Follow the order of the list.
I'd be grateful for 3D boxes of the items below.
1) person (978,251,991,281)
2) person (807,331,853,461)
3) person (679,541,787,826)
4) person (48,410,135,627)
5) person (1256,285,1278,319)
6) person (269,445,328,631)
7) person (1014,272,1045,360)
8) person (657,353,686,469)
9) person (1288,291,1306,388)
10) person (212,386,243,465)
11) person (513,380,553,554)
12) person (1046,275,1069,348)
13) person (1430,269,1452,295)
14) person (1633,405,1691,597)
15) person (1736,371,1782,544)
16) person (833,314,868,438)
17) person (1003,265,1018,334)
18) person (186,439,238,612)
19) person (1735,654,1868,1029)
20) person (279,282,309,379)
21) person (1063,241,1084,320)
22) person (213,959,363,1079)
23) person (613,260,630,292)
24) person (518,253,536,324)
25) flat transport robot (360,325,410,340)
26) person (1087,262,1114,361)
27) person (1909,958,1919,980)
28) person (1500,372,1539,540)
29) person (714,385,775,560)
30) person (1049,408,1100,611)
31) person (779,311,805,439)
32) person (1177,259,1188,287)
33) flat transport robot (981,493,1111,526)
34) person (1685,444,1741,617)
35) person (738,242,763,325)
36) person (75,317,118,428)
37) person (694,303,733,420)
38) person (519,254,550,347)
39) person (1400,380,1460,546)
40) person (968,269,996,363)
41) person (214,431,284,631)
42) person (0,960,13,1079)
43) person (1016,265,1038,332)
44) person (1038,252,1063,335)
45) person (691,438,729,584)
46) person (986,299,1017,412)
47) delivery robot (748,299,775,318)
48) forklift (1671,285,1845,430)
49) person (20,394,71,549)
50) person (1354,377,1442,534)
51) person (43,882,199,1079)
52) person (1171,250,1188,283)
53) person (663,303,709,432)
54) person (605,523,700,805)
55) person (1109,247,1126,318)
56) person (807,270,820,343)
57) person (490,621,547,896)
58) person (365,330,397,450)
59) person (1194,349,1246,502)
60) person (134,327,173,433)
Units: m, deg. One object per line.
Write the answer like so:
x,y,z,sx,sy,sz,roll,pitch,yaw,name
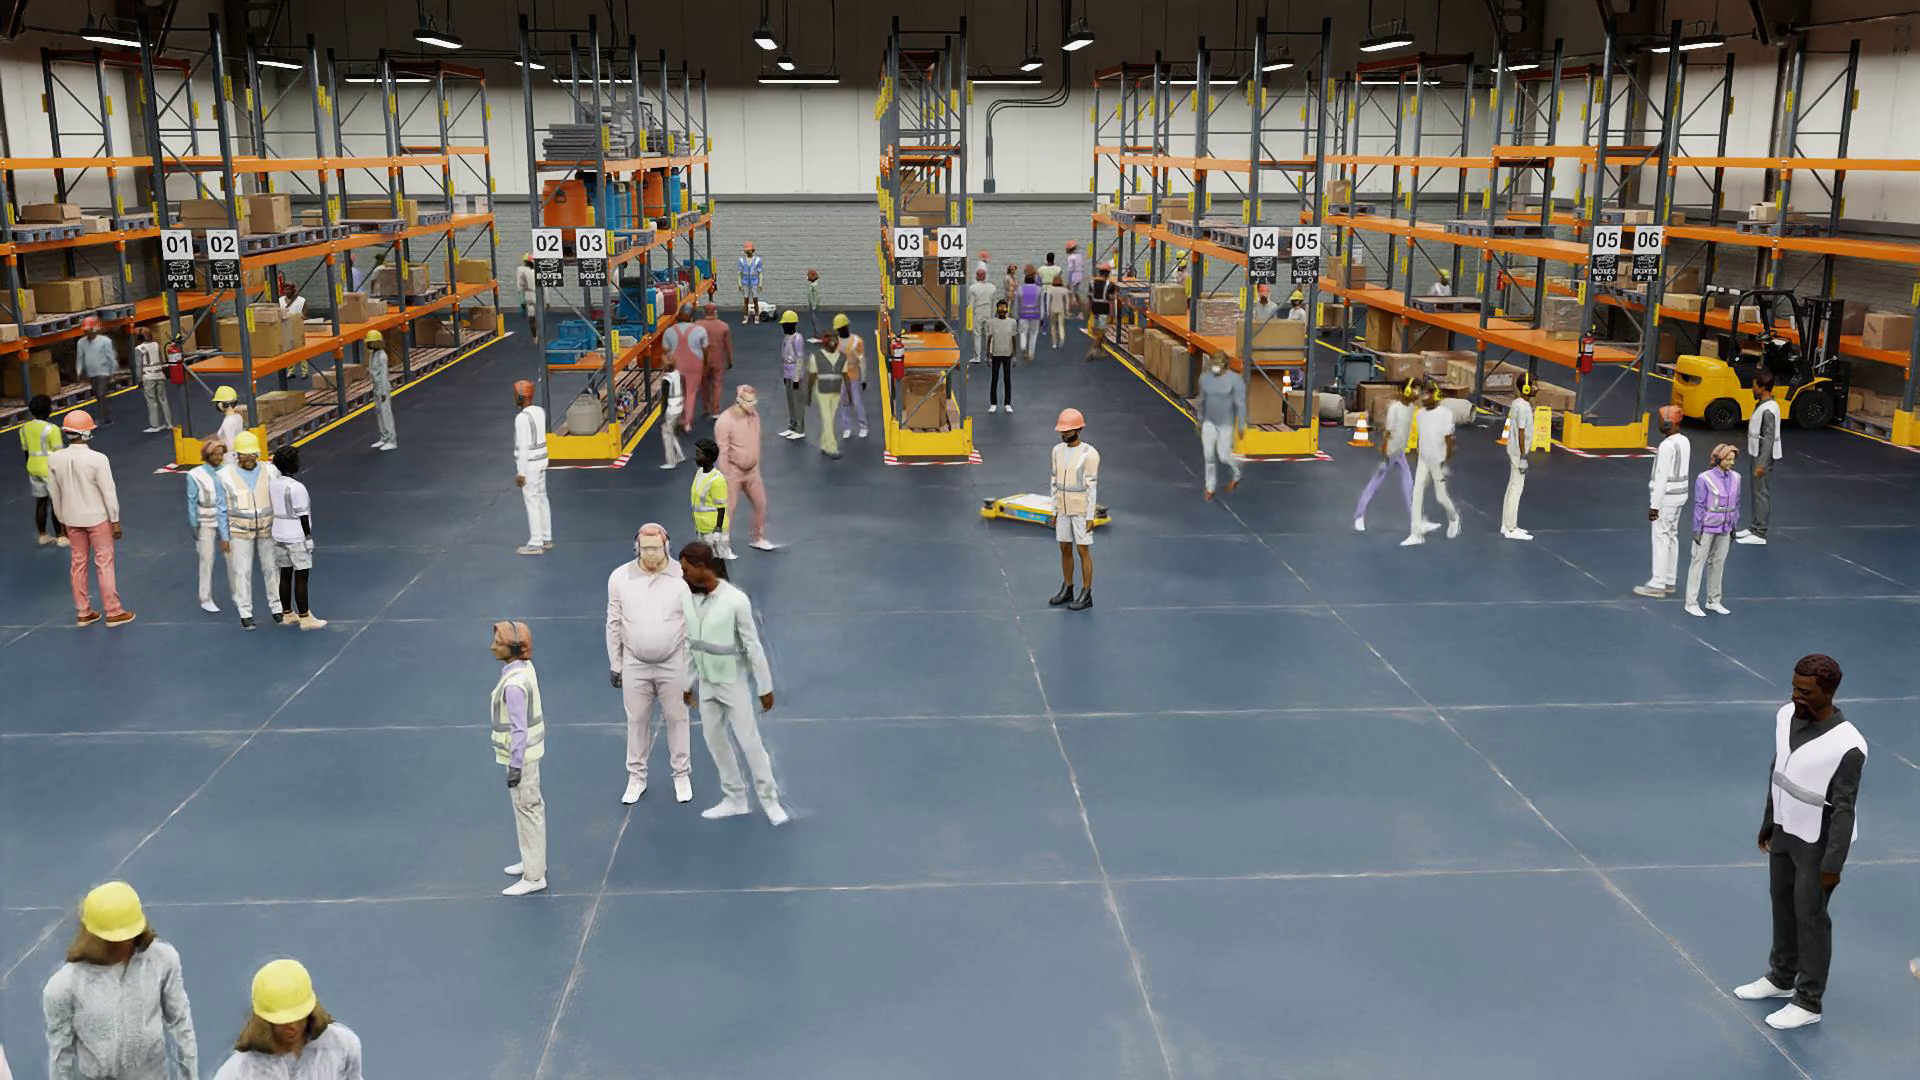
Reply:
0.572,-6.592,42.910,0.415,1.704,0.706,-1,13,-6,person
-1.779,-2.017,23.318,0.594,1.798,0.944,-9,16,-33,person
-1.469,0.924,10.718,0.734,1.873,0.450,10,16,35,person
-7.944,-0.191,15.171,0.611,1.996,0.379,2,13,7,person
5.769,-3.980,31.743,0.559,1.752,0.326,2,13,7,person
-6.046,-0.020,15.092,0.535,1.697,0.318,9,16,35,person
1.423,-4.574,34.101,0.633,1.826,0.543,1,13,2,person
-3.953,-1.742,22.580,0.363,1.605,0.553,3,14,11,person
6.103,-3.653,30.324,0.304,1.770,0.533,-5,14,-19,person
-8.004,-0.816,18.316,0.310,1.769,0.525,-3,14,-13,person
-4.621,-0.788,17.940,0.337,1.883,0.584,2,13,8,person
2.122,-4.956,36.175,0.506,1.616,0.605,-1,13,-3,person
10.283,-4.915,35.626,0.597,1.801,0.868,-6,15,-25,person
6.901,-0.380,16.240,0.355,1.879,0.583,11,17,40,person
8.859,-0.906,18.378,0.398,1.915,0.589,5,14,20,person
-1.712,-2.468,25.109,0.622,1.890,0.553,5,14,21,person
1.183,-5.627,38.972,0.311,1.636,0.523,8,15,30,person
-7.054,-0.145,15.759,0.337,1.633,0.541,10,16,36,person
4.218,1.481,8.281,0.397,1.911,0.588,-2,13,-6,person
-12.598,-3.968,31.500,0.565,1.841,0.384,1,13,5,person
2.849,-6.575,42.231,0.676,2.012,0.622,8,16,32,person
-2.281,2.193,5.715,0.498,1.699,0.902,-8,16,-32,person
-7.600,-5.447,37.478,0.415,1.985,0.612,-2,13,-8,person
-10.713,-6.245,41.319,0.540,1.755,0.460,-7,15,-28,person
-13.292,-4.771,38.268,0.652,0.197,1.431,9,16,34,flat transport robot
2.890,-4.718,34.339,0.650,2.051,0.561,11,17,39,person
5.352,1.472,8.434,0.588,1.843,0.881,-8,16,-32,person
6.297,-0.949,18.652,0.329,1.873,0.514,2,13,9,person
-2.348,-0.729,17.716,0.432,1.882,0.670,10,17,36,person
1.057,-0.290,15.753,0.538,1.929,0.382,12,18,41,person
-2.528,-2.487,25.047,0.362,1.928,0.587,-6,14,-23,person
5.204,-5.708,39.052,0.330,1.764,0.538,-1,13,-5,person
1.007,-0.348,19.532,1.431,0.197,0.652,11,17,39,flat transport robot
7.051,-0.093,15.548,0.513,1.633,0.311,-5,14,-21,person
-5.179,-6.333,41.091,0.608,2.044,0.377,1,13,3,person
-13.543,-2.601,25.965,0.602,1.717,0.797,2,13,8,person
-4.026,-2.918,27.028,0.676,1.853,0.992,-1,13,-3,person
-9.434,-5.327,36.892,0.640,2.008,0.911,-3,14,-11,person
5.266,-0.863,18.380,0.819,1.840,0.535,-11,17,-39,person
0.421,-4.561,33.877,0.653,1.906,0.405,-8,15,-30,person
-6.417,-0.091,15.120,0.592,1.825,0.403,-8,16,-31,person
-3.284,2.148,5.587,0.344,1.847,0.506,-9,16,-33,person
1.595,-5.698,39.320,0.528,1.610,0.668,-6,15,-24,person
2.108,-5.763,38.944,0.590,1.919,0.392,3,14,12,person
-2.327,-0.112,15.479,0.320,1.697,0.532,-8,15,-31,person
0.693,-3.050,27.544,0.516,1.876,0.327,0,13,0,person
-5.027,-5.856,42.057,0.707,0.478,0.477,7,15,27,delivery robot
12.503,-2.886,26.166,2.313,2.155,1.214,-1,13,-3,forklift
-9.976,-0.745,18.167,0.539,1.695,0.320,6,14,22,person
4.942,-0.950,18.824,0.631,1.795,1.020,-12,18,-42,person
-3.169,2.060,6.308,0.936,1.687,0.489,11,17,39,person
5.220,-5.924,39.607,0.386,1.928,0.589,7,15,27,person
-4.231,-2.717,25.776,0.677,2.000,1.045,1,13,4,person
-2.029,0.821,11.076,0.643,1.909,0.411,-1,13,-4,person
3.975,-6.503,42.194,0.583,1.866,0.653,-12,18,-41,person
-3.302,-5.258,37.413,0.264,1.632,0.508,-4,14,-15,person
-2.585,1.263,9.762,0.306,1.645,0.522,-3,14,-11,person
-8.441,-2.188,24.178,0.309,1.743,0.485,-10,16,-35,person
3.256,-1.435,20.618,0.672,1.915,0.578,10,17,37,person
-12.475,-2.471,25.637,0.321,1.628,0.530,3,14,14,person
